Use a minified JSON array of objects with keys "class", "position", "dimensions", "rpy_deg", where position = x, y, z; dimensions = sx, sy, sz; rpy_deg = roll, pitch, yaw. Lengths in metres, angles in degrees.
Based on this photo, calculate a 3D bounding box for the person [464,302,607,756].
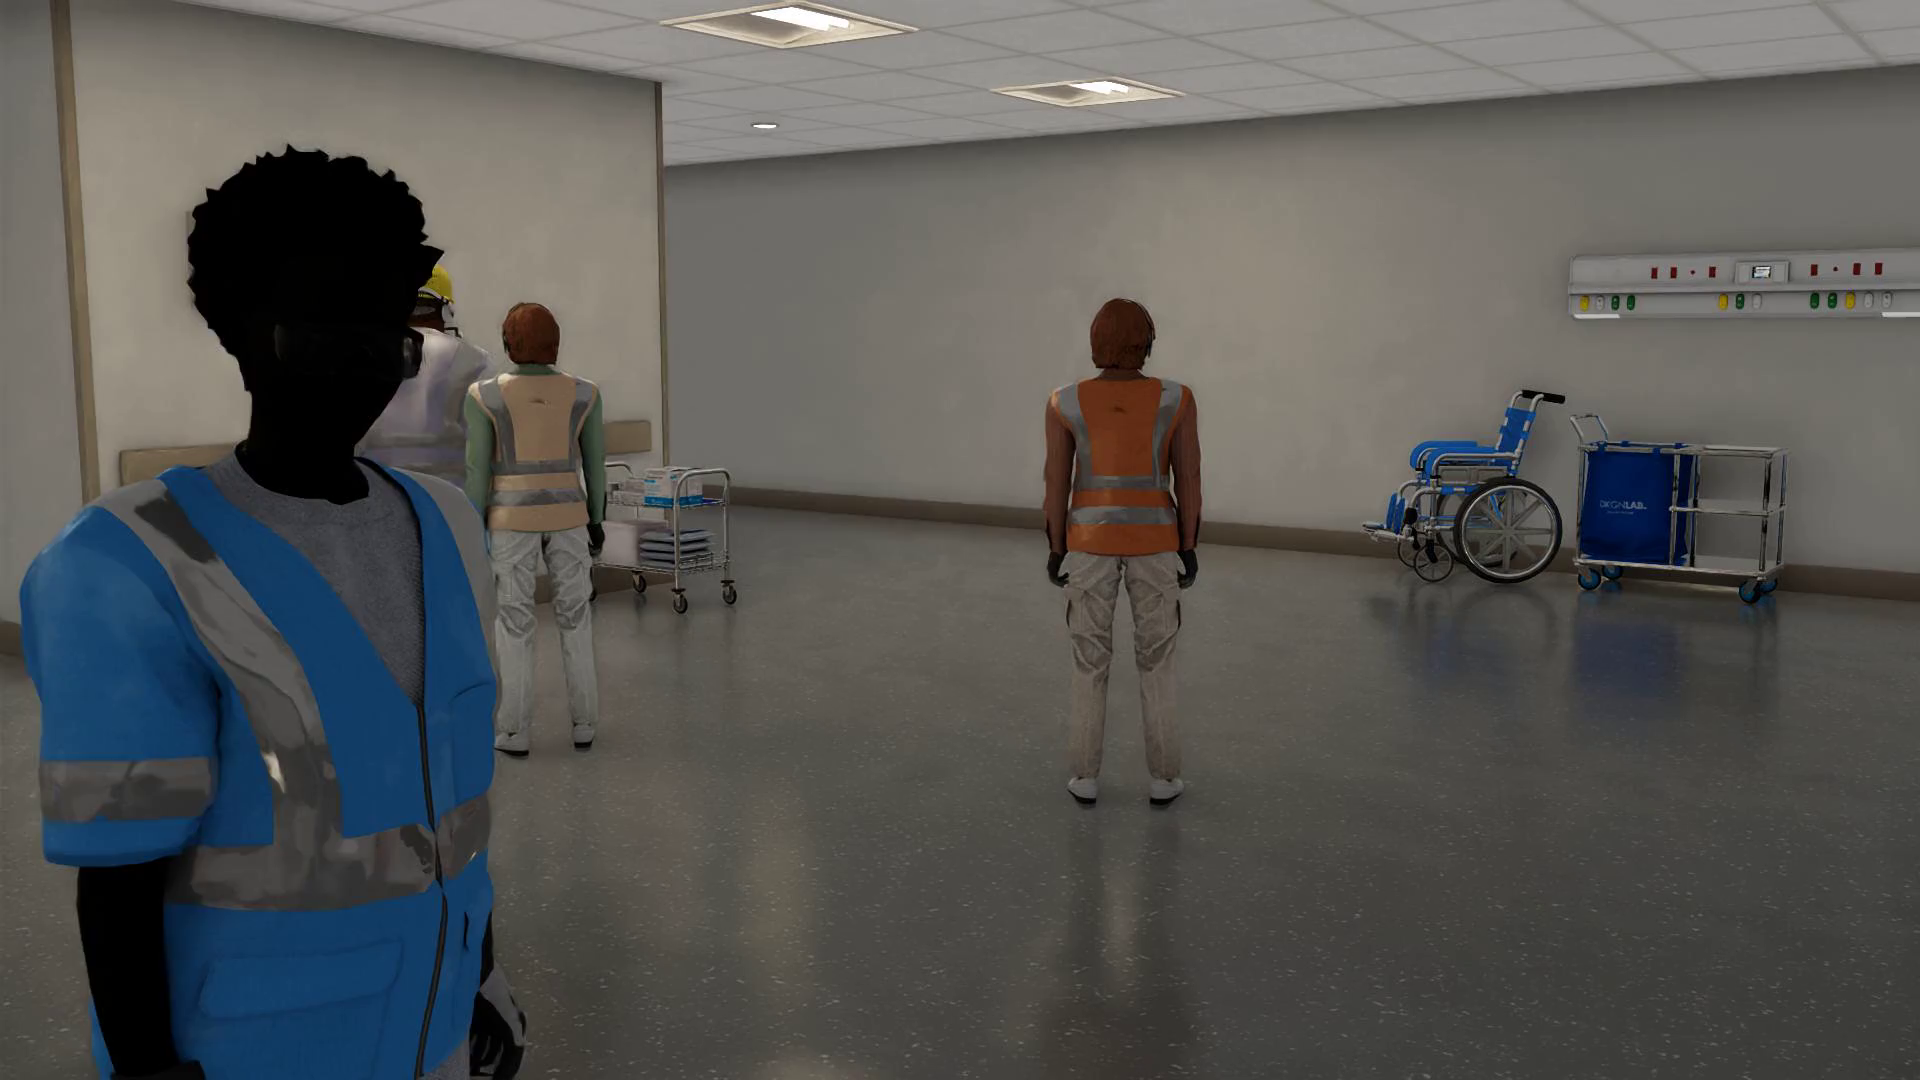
[{"class":"person","position":[-1.534,-0.037,6.048],"dimensions":[0.522,1.639,0.305],"rpy_deg":[-4,8,-29]}]

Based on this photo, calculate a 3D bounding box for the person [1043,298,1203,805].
[{"class":"person","position":[0.525,0.044,5.388],"dimensions":[0.512,1.642,0.312],"rpy_deg":[1,7,7]}]

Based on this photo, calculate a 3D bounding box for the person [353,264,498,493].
[{"class":"person","position":[-2.071,-0.182,6.495],"dimensions":[0.633,1.818,0.443],"rpy_deg":[-1,7,-4]}]

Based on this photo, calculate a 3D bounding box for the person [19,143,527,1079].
[{"class":"person","position":[-0.623,0.485,1.619],"dimensions":[0.322,1.697,0.531],"rpy_deg":[3,8,22]}]
